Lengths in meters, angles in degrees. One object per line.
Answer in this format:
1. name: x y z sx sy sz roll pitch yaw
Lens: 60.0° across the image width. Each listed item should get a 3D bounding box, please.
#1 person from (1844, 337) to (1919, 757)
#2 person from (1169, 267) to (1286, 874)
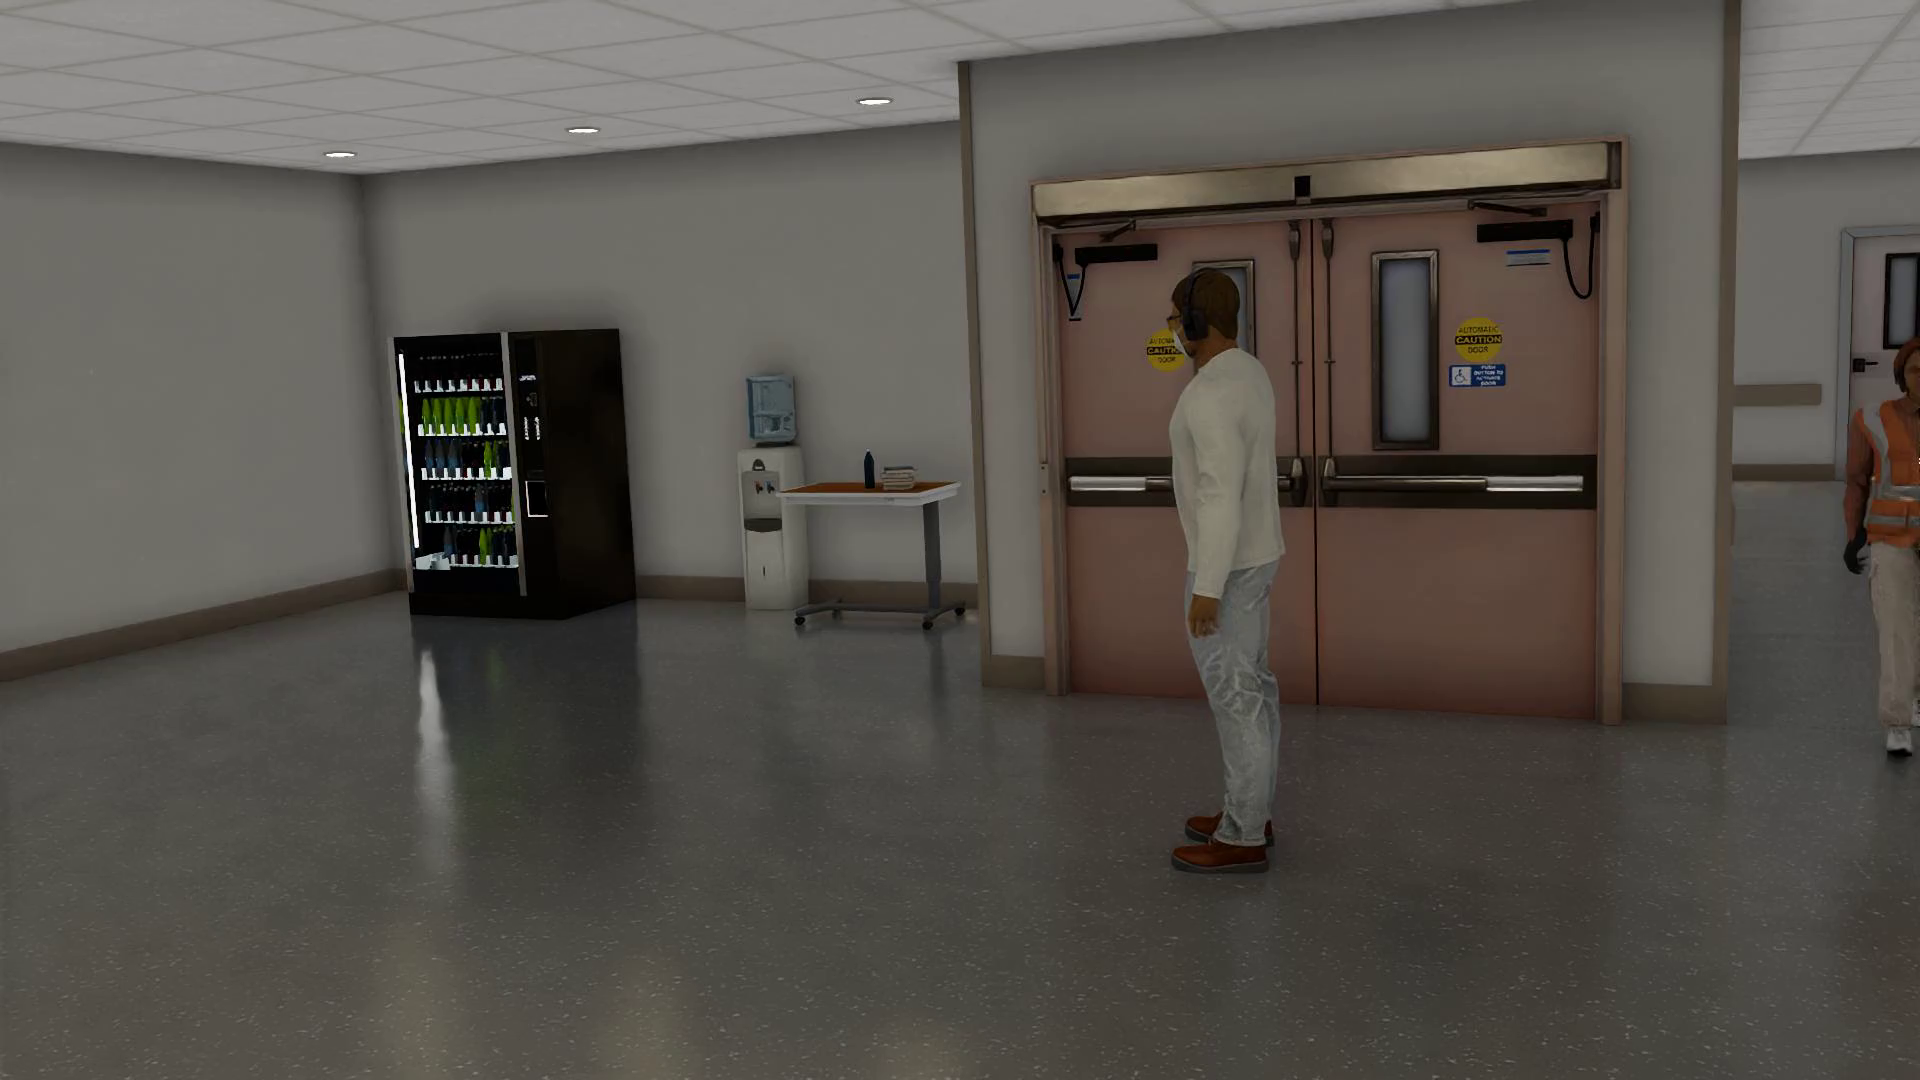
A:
1. person: 3.748 0.004 6.479 0.534 1.589 0.857 1 8 27
2. person: 0.846 0.101 5.343 0.377 1.936 0.628 0 8 21
